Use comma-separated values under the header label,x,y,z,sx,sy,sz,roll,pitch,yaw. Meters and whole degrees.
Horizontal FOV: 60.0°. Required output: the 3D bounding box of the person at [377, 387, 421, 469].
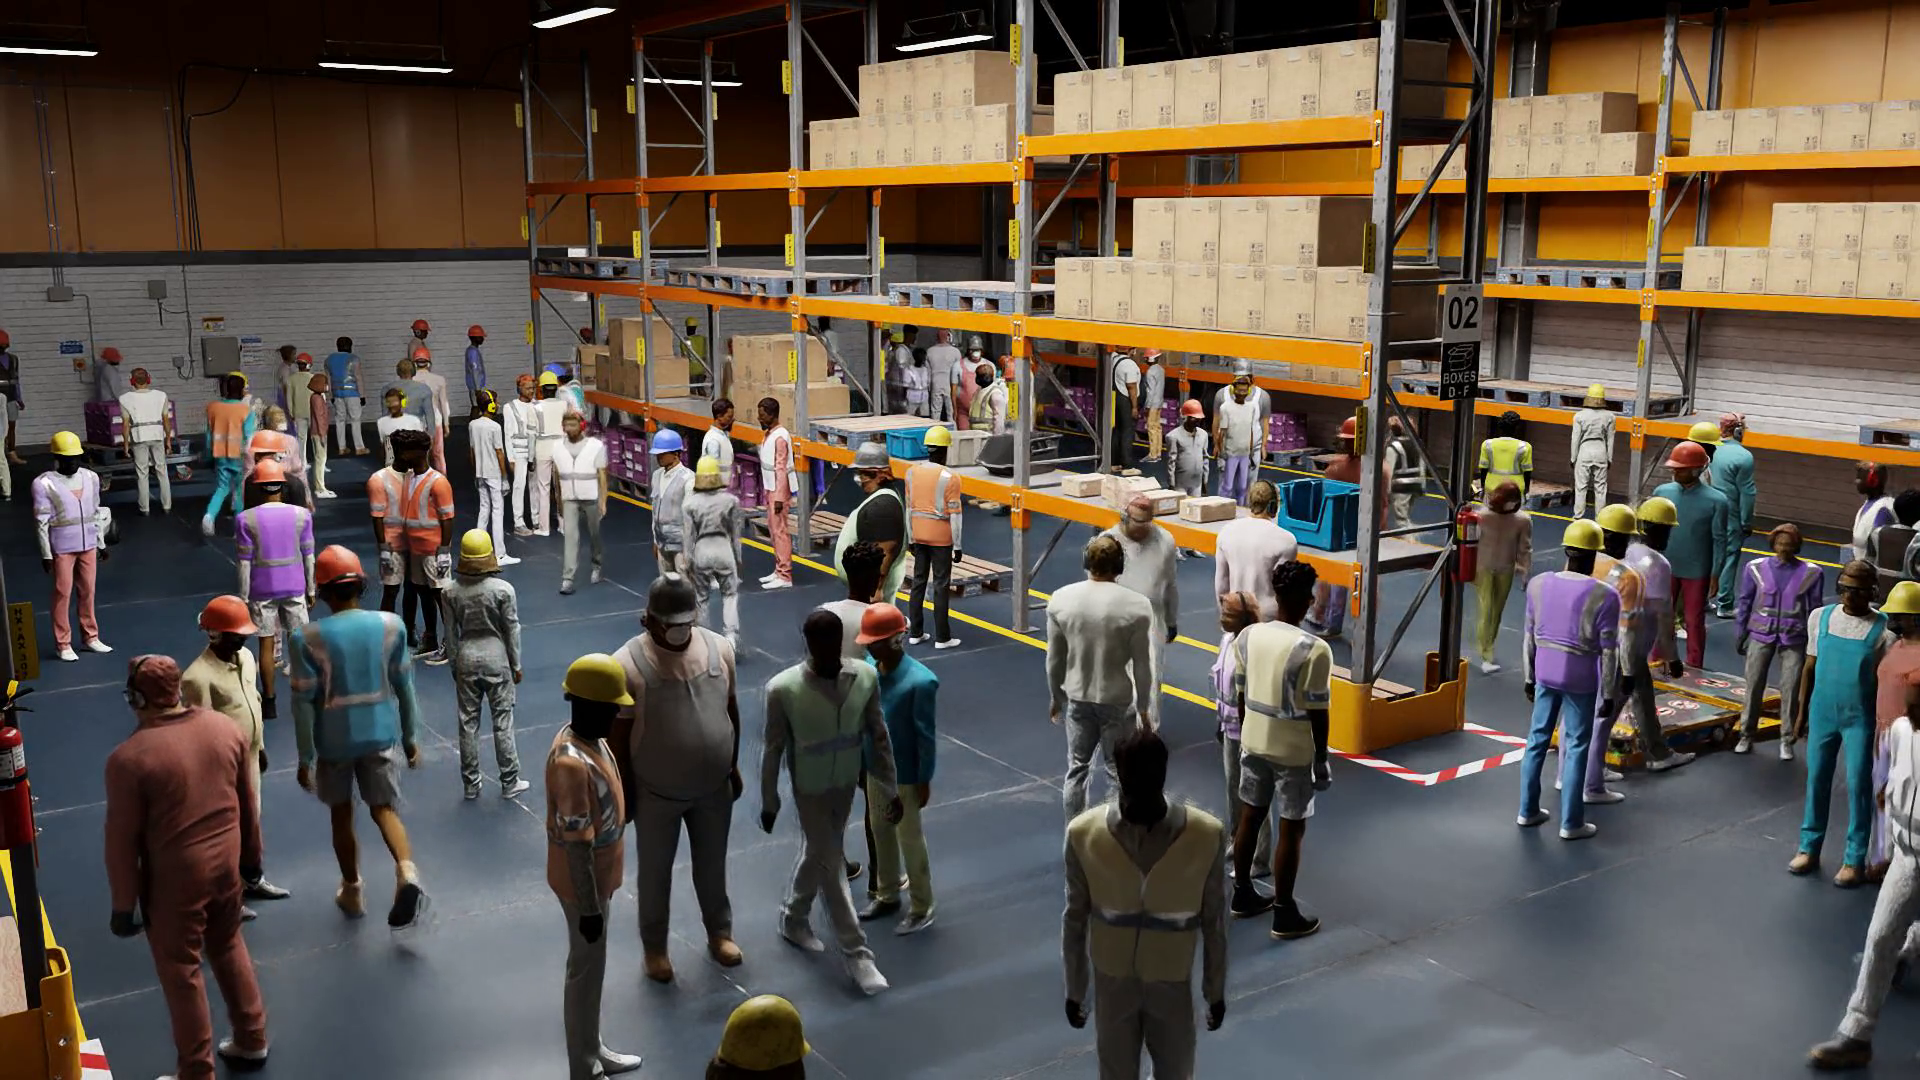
label,x,y,z,sx,sy,sz,roll,pitch,yaw
person,-6.146,-0.786,18.400,0.527,1.841,0.864,0,11,0

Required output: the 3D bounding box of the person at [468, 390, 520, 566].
label,x,y,z,sx,sy,sz,roll,pitch,yaw
person,-4.970,-0.659,17.662,0.509,1.872,0.328,7,13,32

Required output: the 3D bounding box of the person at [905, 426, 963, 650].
label,x,y,z,sx,sy,sz,roll,pitch,yaw
person,-0.213,-0.025,14.309,0.585,1.918,0.410,8,14,36

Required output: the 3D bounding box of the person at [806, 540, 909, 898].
label,x,y,z,sx,sy,sz,roll,pitch,yaw
person,-0.543,0.969,9.083,0.614,1.963,0.362,7,13,30

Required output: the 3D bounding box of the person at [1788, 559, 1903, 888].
label,x,y,z,sx,sy,sz,roll,pitch,yaw
person,4.919,1.001,9.253,0.344,1.839,0.505,-9,14,-37

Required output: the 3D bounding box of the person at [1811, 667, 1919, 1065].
label,x,y,z,sx,sy,sz,roll,pitch,yaw
person,4.131,1.412,7.141,0.779,1.844,0.585,-3,11,-15

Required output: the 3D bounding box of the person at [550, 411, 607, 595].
label,x,y,z,sx,sy,sz,roll,pitch,yaw
person,-3.758,-0.389,16.477,0.592,1.796,0.965,0,11,2

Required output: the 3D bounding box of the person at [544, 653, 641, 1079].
label,x,y,z,sx,sy,sz,roll,pitch,yaw
person,-1.529,1.409,6.956,0.376,1.918,0.584,-2,11,-9

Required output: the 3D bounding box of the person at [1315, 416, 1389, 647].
label,x,y,z,sx,sy,sz,roll,pitch,yaw
person,3.381,-0.073,14.337,0.378,1.996,0.611,-10,15,-43

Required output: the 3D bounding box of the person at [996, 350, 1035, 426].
label,x,y,z,sx,sy,sz,roll,pitch,yaw
person,0.781,-1.790,23.516,0.570,1.843,0.372,5,12,22

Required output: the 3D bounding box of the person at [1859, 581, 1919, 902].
label,x,y,z,sx,sy,sz,roll,pitch,yaw
person,5.066,1.090,8.982,0.328,1.767,0.532,0,11,-2

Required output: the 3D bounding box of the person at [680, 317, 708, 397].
label,x,y,z,sx,sy,sz,roll,pitch,yaw
person,-4.701,-2.968,29.334,0.382,1.928,0.587,10,15,41

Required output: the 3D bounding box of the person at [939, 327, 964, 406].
label,x,y,z,sx,sy,sz,roll,pitch,yaw
person,-0.134,-3.567,32.344,0.616,1.946,0.392,-11,15,-43

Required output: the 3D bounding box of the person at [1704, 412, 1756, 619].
label,x,y,z,sx,sy,sz,roll,pitch,yaw
person,7.080,-0.230,15.377,0.408,1.908,0.646,-5,12,-22

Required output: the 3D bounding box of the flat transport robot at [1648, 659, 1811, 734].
label,x,y,z,sx,sy,sz,roll,pitch,yaw
flat transport robot,5.580,1.148,12.520,0.652,0.197,1.431,-6,13,-30

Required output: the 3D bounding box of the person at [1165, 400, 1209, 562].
label,x,y,z,sx,sy,sz,roll,pitch,yaw
person,2.461,-0.643,17.896,0.565,1.745,0.350,-7,13,-31

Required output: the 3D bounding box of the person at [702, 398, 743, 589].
label,x,y,z,sx,sy,sz,roll,pitch,yaw
person,-2.399,-0.457,16.539,0.405,1.909,0.597,0,11,-1

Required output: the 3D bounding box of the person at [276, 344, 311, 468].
label,x,y,z,sx,sy,sz,roll,pitch,yaw
person,-9.771,-1.939,24.306,0.386,1.831,0.524,-3,12,-17

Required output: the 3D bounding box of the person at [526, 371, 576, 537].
label,x,y,z,sx,sy,sz,roll,pitch,yaw
person,-4.734,-0.993,19.280,0.592,1.911,0.399,-8,14,-35

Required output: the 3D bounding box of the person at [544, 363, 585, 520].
label,x,y,z,sx,sy,sz,roll,pitch,yaw
person,-4.812,-1.194,20.304,0.584,1.908,0.610,0,11,-2

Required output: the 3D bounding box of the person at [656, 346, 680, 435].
label,x,y,z,sx,sy,sz,roll,pitch,yaw
person,-4.946,-2.645,27.929,0.502,1.836,0.343,1,11,5

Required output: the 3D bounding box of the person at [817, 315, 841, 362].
label,x,y,z,sx,sy,sz,roll,pitch,yaw
person,-2.402,-3.219,30.694,0.471,1.898,0.637,3,12,17

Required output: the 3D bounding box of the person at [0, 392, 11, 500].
label,x,y,z,sx,sy,sz,roll,pitch,yaw
person,-12.585,-1.353,21.511,0.325,1.752,0.559,6,12,26

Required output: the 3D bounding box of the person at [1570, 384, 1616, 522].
label,x,y,z,sx,sy,sz,roll,pitch,yaw
person,7.421,-0.964,19.550,0.490,1.744,0.295,1,11,7

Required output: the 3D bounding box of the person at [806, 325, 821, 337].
label,x,y,z,sx,sy,sz,roll,pitch,yaw
person,-2.340,-2.491,26.861,0.363,1.939,0.636,1,11,3

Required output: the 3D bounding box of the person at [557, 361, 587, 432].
label,x,y,z,sx,sy,sz,roll,pitch,yaw
person,-5.069,-1.410,21.629,0.430,1.830,0.642,-5,12,-26

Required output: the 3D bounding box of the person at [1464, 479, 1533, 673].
label,x,y,z,sx,sy,sz,roll,pitch,yaw
person,4.366,0.281,13.553,0.526,1.589,0.857,1,11,5

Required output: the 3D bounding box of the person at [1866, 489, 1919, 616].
label,x,y,z,sx,sy,sz,roll,pitch,yaw
person,7.024,0.455,12.447,0.386,1.683,0.539,-5,12,-24

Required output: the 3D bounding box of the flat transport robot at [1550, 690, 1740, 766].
label,x,y,z,sx,sy,sz,roll,pitch,yaw
flat transport robot,4.861,1.305,11.718,1.431,0.197,0.652,-6,13,-30

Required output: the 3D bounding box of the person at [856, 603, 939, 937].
label,x,y,z,sx,sy,sz,roll,pitch,yaw
person,-0.359,1.172,8.638,0.573,1.740,0.355,11,15,44

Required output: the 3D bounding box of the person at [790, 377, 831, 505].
label,x,y,z,sx,sy,sz,roll,pitch,yaw
person,-1.940,-1.446,21.251,0.684,2.000,0.535,-3,11,-16

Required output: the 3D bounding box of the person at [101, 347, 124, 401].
label,x,y,z,sx,sy,sz,roll,pitch,yaw
person,-13.035,-2.134,25.664,0.529,1.696,0.643,-4,12,-20

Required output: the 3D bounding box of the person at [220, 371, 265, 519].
label,x,y,z,sx,sy,sz,roll,pitch,yaw
person,-8.777,-1.152,20.311,0.586,1.822,0.403,1,11,5

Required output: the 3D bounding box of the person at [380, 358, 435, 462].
label,x,y,z,sx,sy,sz,roll,pitch,yaw
person,-6.870,-1.300,20.767,0.635,1.937,0.352,-1,11,-7

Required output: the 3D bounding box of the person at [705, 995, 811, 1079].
label,x,y,z,sx,sy,sz,roll,pitch,yaw
person,-0.526,2.013,4.354,0.492,1.729,0.324,6,13,29

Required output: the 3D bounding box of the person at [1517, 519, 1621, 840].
label,x,y,z,sx,sy,sz,roll,pitch,yaw
person,3.654,0.824,9.965,0.408,1.918,0.587,-9,14,-39

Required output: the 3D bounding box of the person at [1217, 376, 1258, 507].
label,x,y,z,sx,sy,sz,roll,pitch,yaw
person,3.225,-0.964,19.295,0.596,1.869,0.358,-6,12,-27

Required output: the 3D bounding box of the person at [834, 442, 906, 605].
label,x,y,z,sx,sy,sz,roll,pitch,yaw
person,-0.672,0.272,12.458,0.536,2.000,0.688,0,11,-2

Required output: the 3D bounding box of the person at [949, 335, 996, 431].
label,x,y,z,sx,sy,sz,roll,pitch,yaw
person,0.213,-1.864,23.392,0.679,2.000,0.537,-3,11,-14

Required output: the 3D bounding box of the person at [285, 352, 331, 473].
label,x,y,z,sx,sy,sz,roll,pitch,yaw
person,-9.375,-1.821,23.917,0.561,1.748,0.334,1,11,3

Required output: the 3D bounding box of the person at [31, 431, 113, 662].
label,x,y,z,sx,sy,sz,roll,pitch,yaw
person,-7.407,0.044,13.919,0.384,1.925,0.593,6,12,26

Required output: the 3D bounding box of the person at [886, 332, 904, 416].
label,x,y,z,sx,sy,sz,roll,pitch,yaw
person,-1.078,-2.627,28.038,0.340,1.754,0.532,2,11,11

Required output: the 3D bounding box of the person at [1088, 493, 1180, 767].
label,x,y,z,sx,sy,sz,roll,pitch,yaw
person,1.198,0.598,11.270,0.662,1.848,0.928,-1,11,-6

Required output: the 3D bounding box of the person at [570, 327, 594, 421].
label,x,y,z,sx,sy,sz,roll,pitch,yaw
person,-6.204,-2.598,27.607,0.589,1.864,0.455,-8,13,-35

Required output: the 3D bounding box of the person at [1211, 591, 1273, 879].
label,x,y,z,sx,sy,sz,roll,pitch,yaw
person,1.591,1.084,9.368,0.322,1.628,0.515,-3,11,-13
